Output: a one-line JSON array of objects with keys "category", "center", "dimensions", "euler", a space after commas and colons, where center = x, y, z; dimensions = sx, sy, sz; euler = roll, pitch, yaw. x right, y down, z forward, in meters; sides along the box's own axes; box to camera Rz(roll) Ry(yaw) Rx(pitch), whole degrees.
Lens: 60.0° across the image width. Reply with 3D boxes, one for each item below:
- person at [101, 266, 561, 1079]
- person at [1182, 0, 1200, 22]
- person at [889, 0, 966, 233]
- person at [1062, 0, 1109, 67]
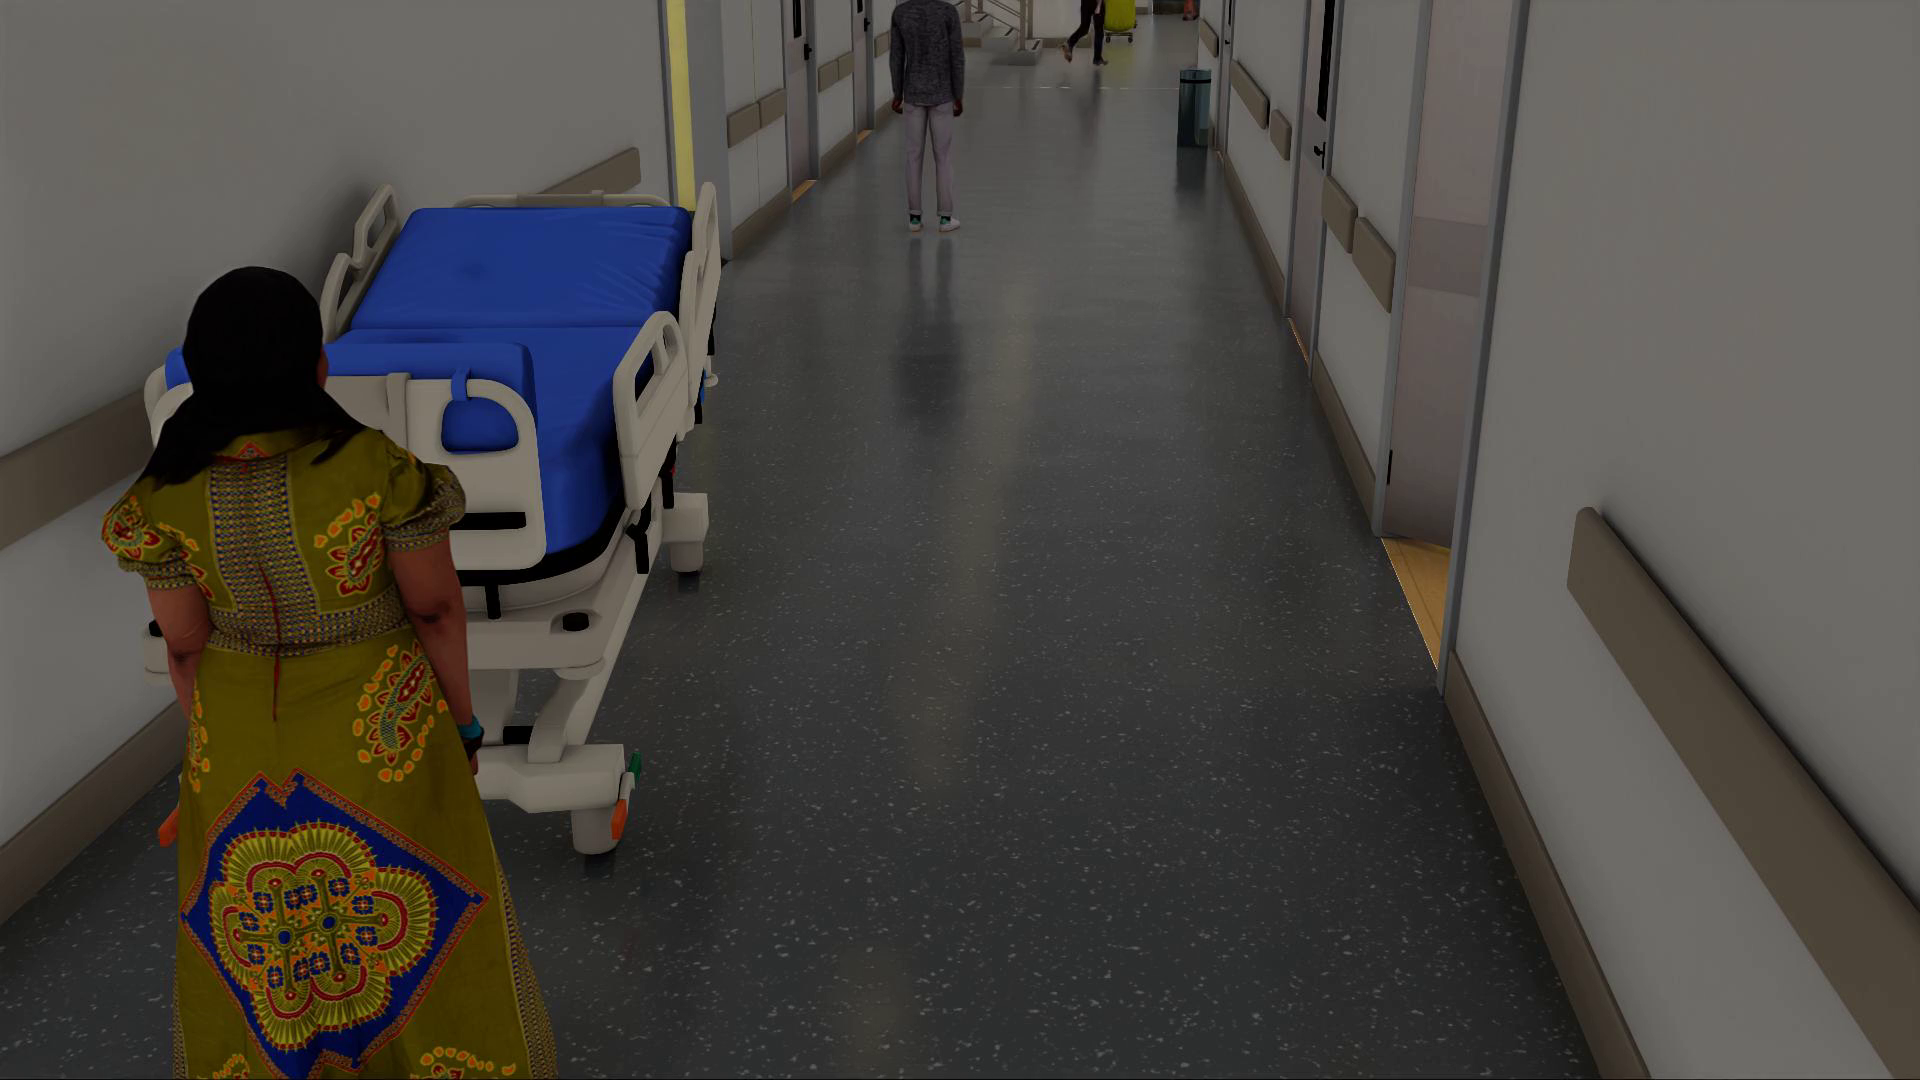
[{"category": "person", "center": [-1.042, 0.365, 2.751], "dimensions": [0.841, 1.661, 1.006], "euler": [-4, 21, -11]}, {"category": "person", "center": [4.673, -11.376, 33.935], "dimensions": [0.990, 1.521, 0.902], "euler": [-8, 22, -20]}, {"category": "person", "center": [-0.231, -3.101, 11.653], "dimensions": [0.519, 1.836, 0.763], "euler": [4, 21, 12]}, {"category": "person", "center": [1.835, -7.712, 23.898], "dimensions": [1.109, 1.786, 1.040], "euler": [-16, 26, -35]}]
